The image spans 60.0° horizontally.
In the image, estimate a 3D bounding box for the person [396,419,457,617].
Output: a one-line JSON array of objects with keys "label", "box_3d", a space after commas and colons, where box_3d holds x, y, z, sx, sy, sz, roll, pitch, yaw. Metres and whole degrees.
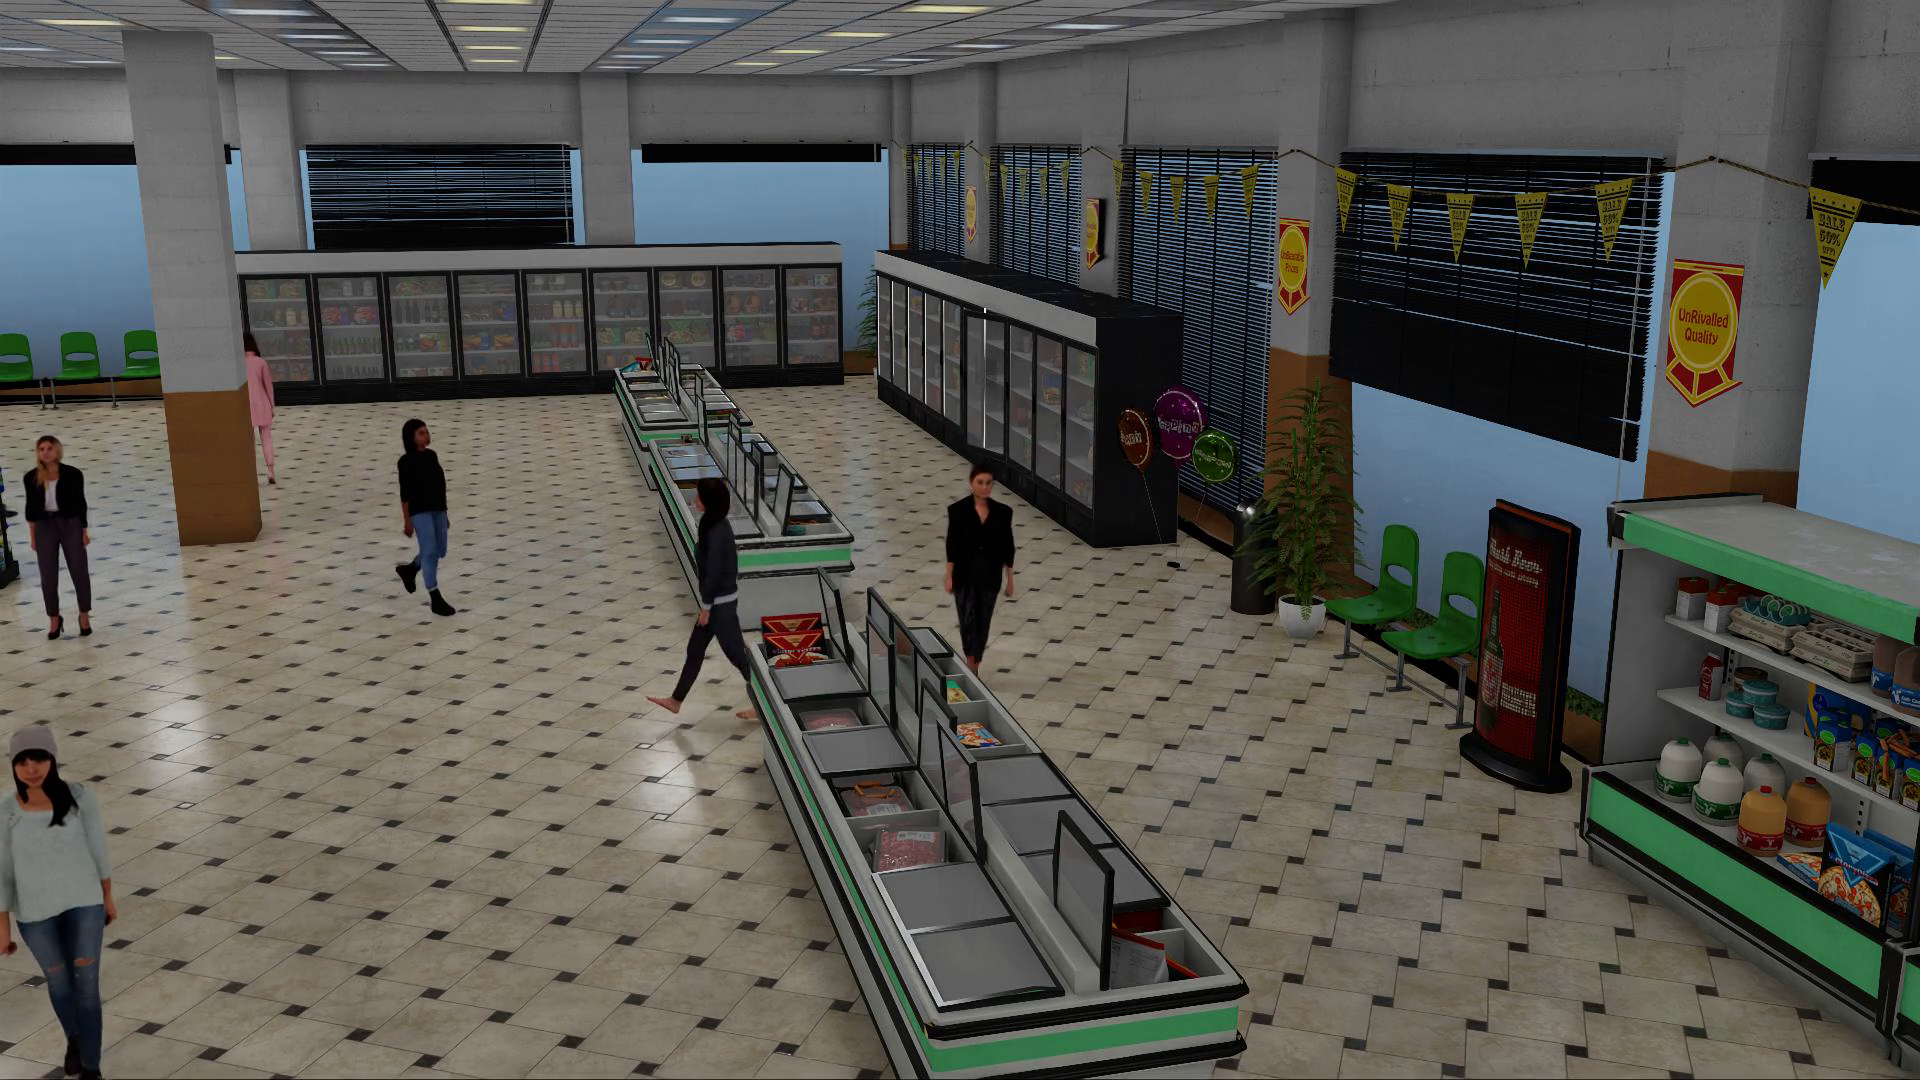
[{"label": "person", "box_3d": [-4.628, -0.201, 14.247, 0.999, 1.684, 0.945, 8, 16, 29]}]

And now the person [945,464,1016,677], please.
[{"label": "person", "box_3d": [0.113, 0.260, 12.305, 0.678, 1.703, 0.604, -2, 14, -10]}]

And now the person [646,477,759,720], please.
[{"label": "person", "box_3d": [-1.577, 0.448, 11.497, 0.756, 1.718, 1.063, -2, 14, -8]}]

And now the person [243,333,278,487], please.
[{"label": "person", "box_3d": [-8.260, -1.523, 19.446, 0.660, 1.802, 0.600, -7, 15, -28]}]

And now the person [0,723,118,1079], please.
[{"label": "person", "box_3d": [-3.872, 1.554, 7.144, 0.678, 1.621, 0.961, -6, 15, -24]}]

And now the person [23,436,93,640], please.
[{"label": "person", "box_3d": [-7.341, -0.030, 13.568, 0.618, 1.672, 0.564, -5, 15, -20]}]
